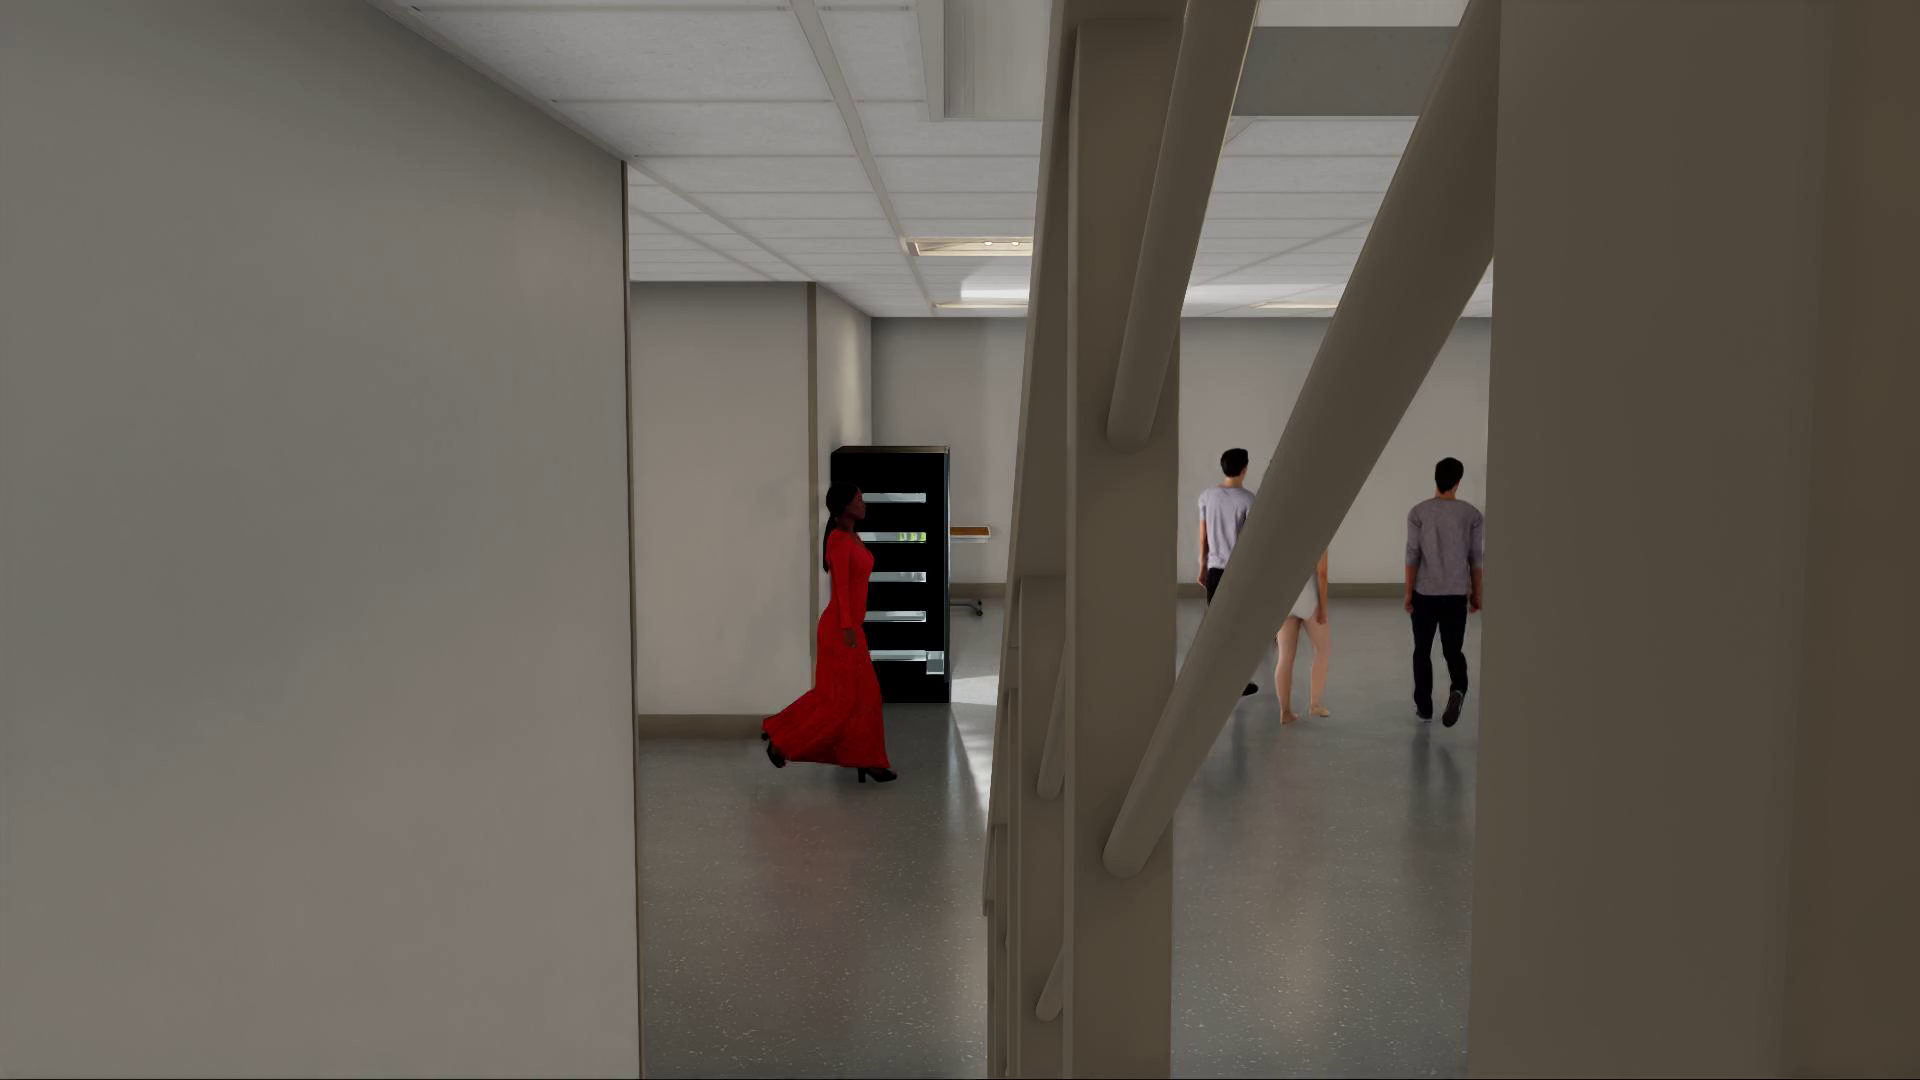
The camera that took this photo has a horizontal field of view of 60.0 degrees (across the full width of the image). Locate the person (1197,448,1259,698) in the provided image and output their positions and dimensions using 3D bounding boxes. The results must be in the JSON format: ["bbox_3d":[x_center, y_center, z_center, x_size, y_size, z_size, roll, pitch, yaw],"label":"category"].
[{"bbox_3d":[1.910,0.273,12.100,1.073,1.840,1.186,5,7,39],"label":"person"}]

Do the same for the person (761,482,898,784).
[{"bbox_3d":[-0.755,0.565,9.617,0.806,1.757,1.010,1,6,11],"label":"person"}]

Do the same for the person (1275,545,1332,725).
[{"bbox_3d":[2.277,0.456,11.329,0.675,1.630,0.724,3,7,30],"label":"person"}]

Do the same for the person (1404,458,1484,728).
[{"bbox_3d":[3.238,0.379,11.162,0.772,1.818,1.075,1,6,9],"label":"person"}]
